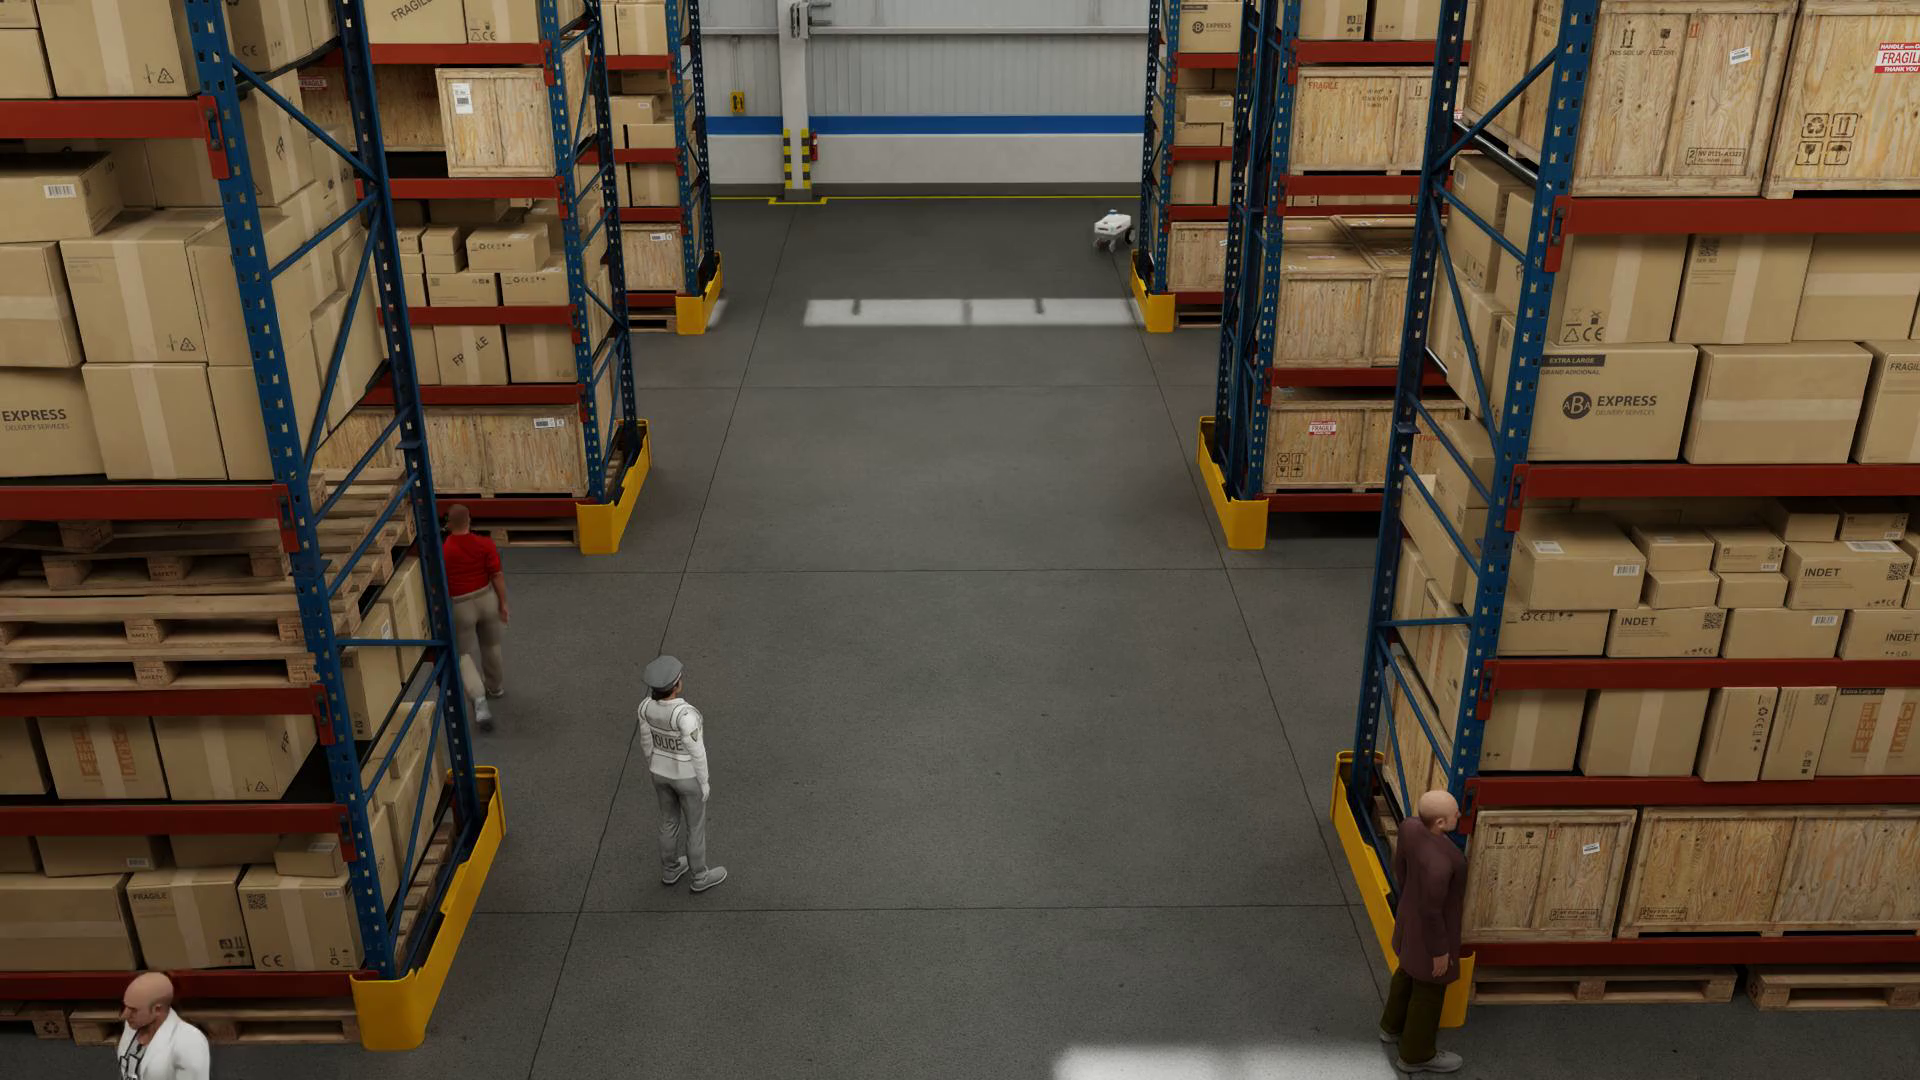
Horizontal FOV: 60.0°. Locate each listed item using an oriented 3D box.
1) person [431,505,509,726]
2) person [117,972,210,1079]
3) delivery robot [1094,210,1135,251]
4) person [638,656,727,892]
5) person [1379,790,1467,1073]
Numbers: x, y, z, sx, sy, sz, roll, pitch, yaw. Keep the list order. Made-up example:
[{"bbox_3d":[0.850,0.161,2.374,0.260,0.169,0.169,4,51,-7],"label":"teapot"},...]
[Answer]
[{"bbox_3d":[-3.753,0.547,12.762,0.572,1.716,0.826,-15,29,-29],"label":"person"},{"bbox_3d":[-3.716,2.809,7.864,0.586,1.751,1.059,12,28,25],"label":"person"},{"bbox_3d":[2.279,-4.757,25.636,0.667,0.535,0.696,13,28,26],"label":"delivery robot"},{"bbox_3d":[-1.817,1.509,10.744,0.457,1.693,0.372,12,28,24],"label":"person"},{"bbox_3d":[2.645,2.149,9.260,0.414,1.779,0.566,-4,25,-8],"label":"person"}]
